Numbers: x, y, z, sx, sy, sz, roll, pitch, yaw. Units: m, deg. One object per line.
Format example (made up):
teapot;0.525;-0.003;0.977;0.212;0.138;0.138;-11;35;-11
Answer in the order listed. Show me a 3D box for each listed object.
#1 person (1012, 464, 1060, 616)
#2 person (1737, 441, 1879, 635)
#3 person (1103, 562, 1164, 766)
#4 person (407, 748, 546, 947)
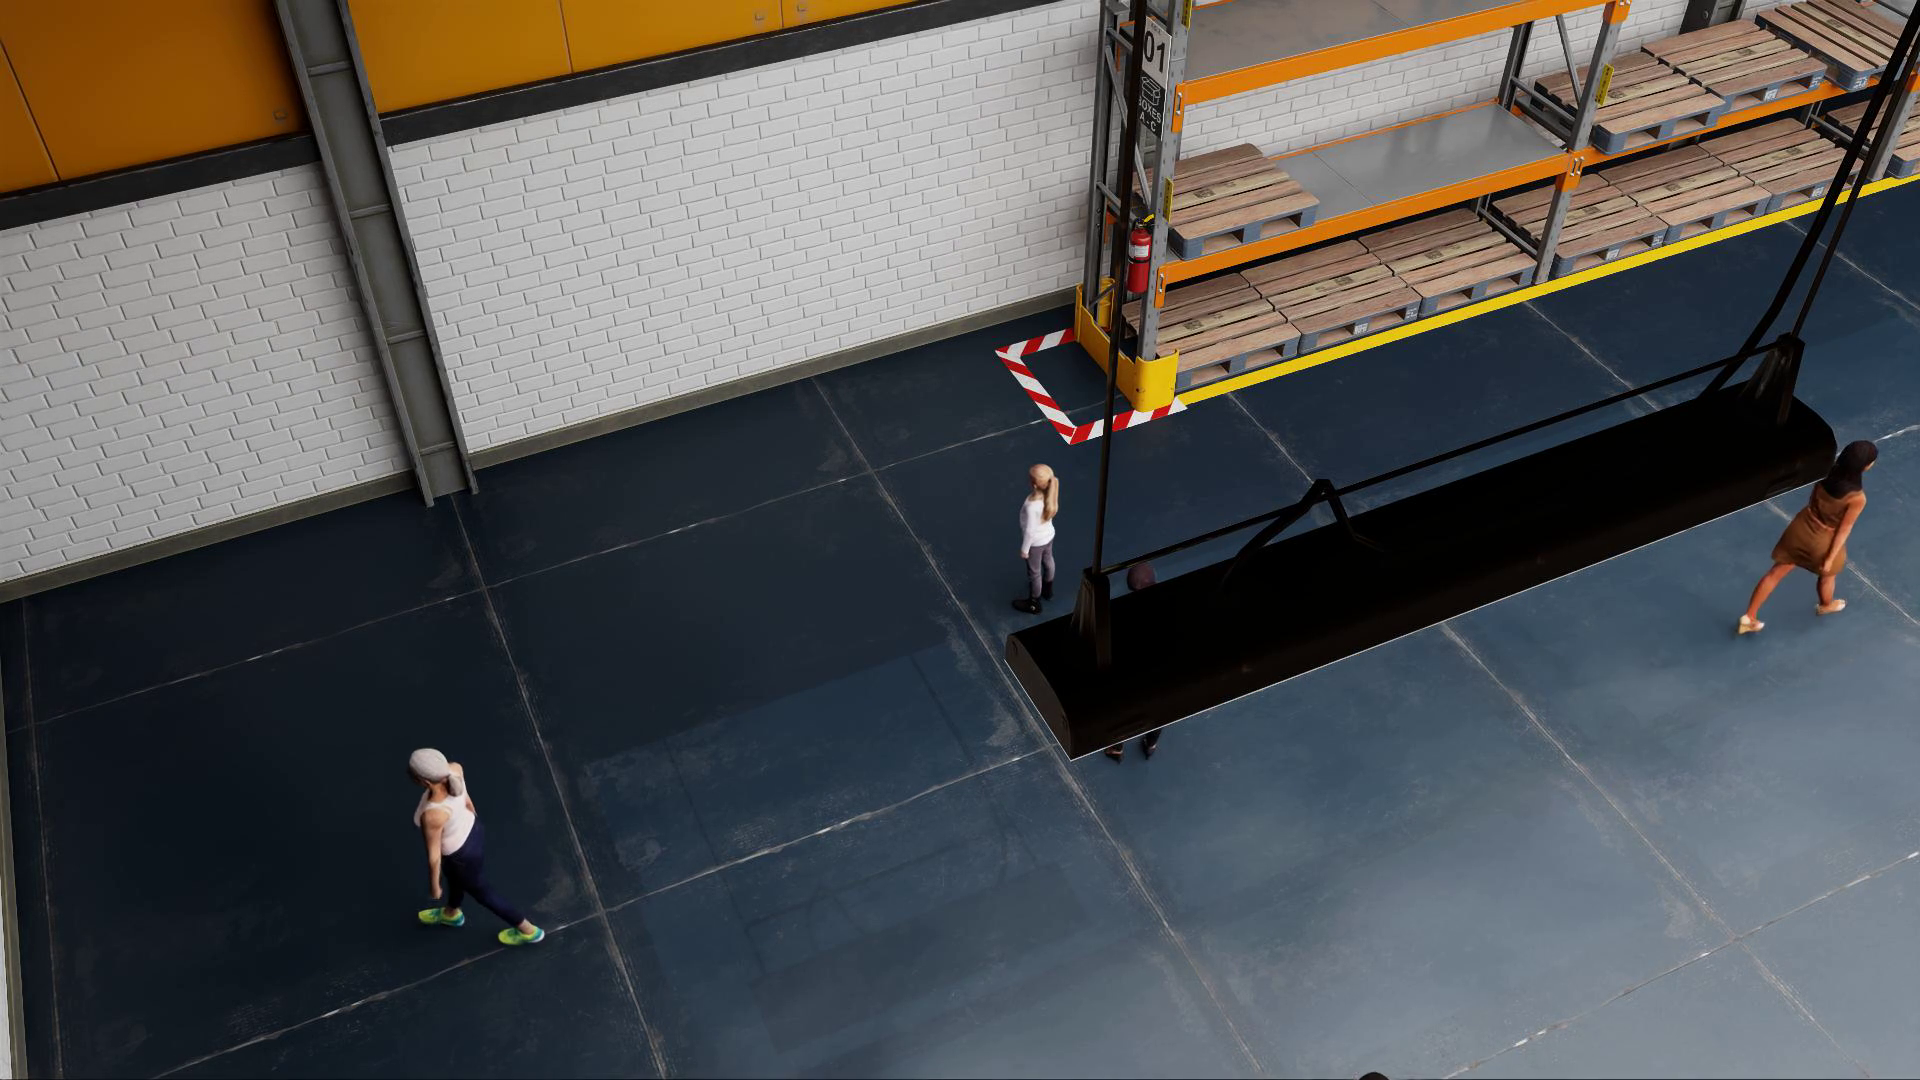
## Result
person;0.544;-0.018;11.333;0.634;1.279;0.553;26;49;25
person;5.587;0.031;11.016;1.068;1.644;0.673;-13;45;-13
person;1.086;0.784;10.215;0.580;1.659;0.719;-5;44;-5
person;-2.681;1.740;9.200;1.106;1.674;0.928;3;44;3
